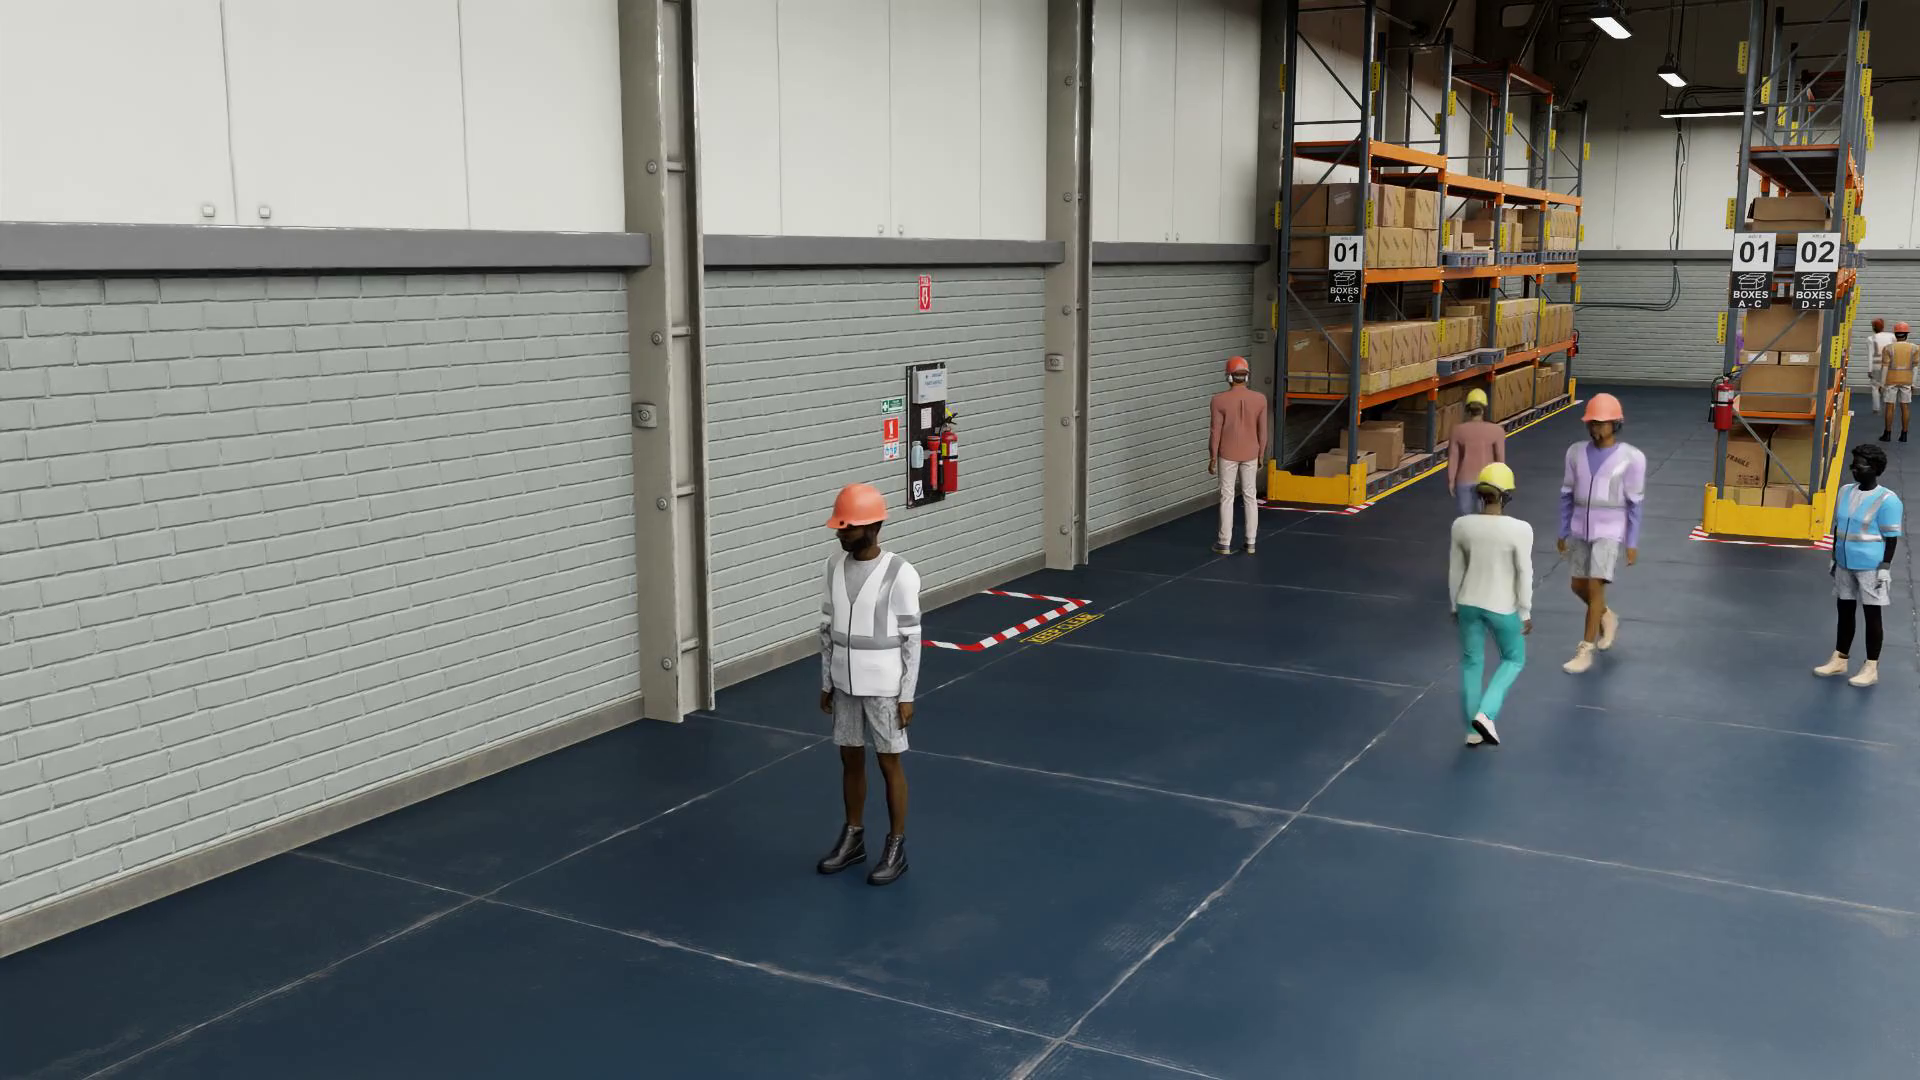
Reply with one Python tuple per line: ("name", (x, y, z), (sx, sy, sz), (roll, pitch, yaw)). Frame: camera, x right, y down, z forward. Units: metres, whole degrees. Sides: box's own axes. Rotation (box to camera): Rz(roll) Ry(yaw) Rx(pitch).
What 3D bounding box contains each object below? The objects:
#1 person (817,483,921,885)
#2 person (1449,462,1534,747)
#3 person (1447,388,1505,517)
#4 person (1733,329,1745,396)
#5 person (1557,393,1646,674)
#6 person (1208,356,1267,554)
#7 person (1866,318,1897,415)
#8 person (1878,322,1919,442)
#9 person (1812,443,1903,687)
("person", (-0.454, 0.684, 7.940), (0.549, 1.933, 0.373), (6, 12, 33))
("person", (3.222, 0.403, 10.098), (0.551, 1.752, 0.374), (9, 13, 42))
("person", (4.890, -0.567, 15.817), (0.529, 1.747, 0.717), (5, 11, 26))
("person", (15.190, -3.423, 32.029), (0.556, 1.916, 0.436), (8, 13, 40))
("person", (4.681, -0.072, 12.136), (0.885, 2.019, 0.624), (-8, 12, -38))
("person", (2.790, -0.850, 16.752), (0.611, 1.994, 0.379), (-2, 10, -12))
("person", (17.293, -3.229, 31.164), (0.610, 1.845, 0.805), (1, 10, 7))
("person", (15.148, -2.548, 26.874), (0.545, 1.933, 0.376), (3, 10, 15))
("person", (6.306, 0.172, 11.637), (0.321, 1.697, 0.535), (-3, 10, -16))
